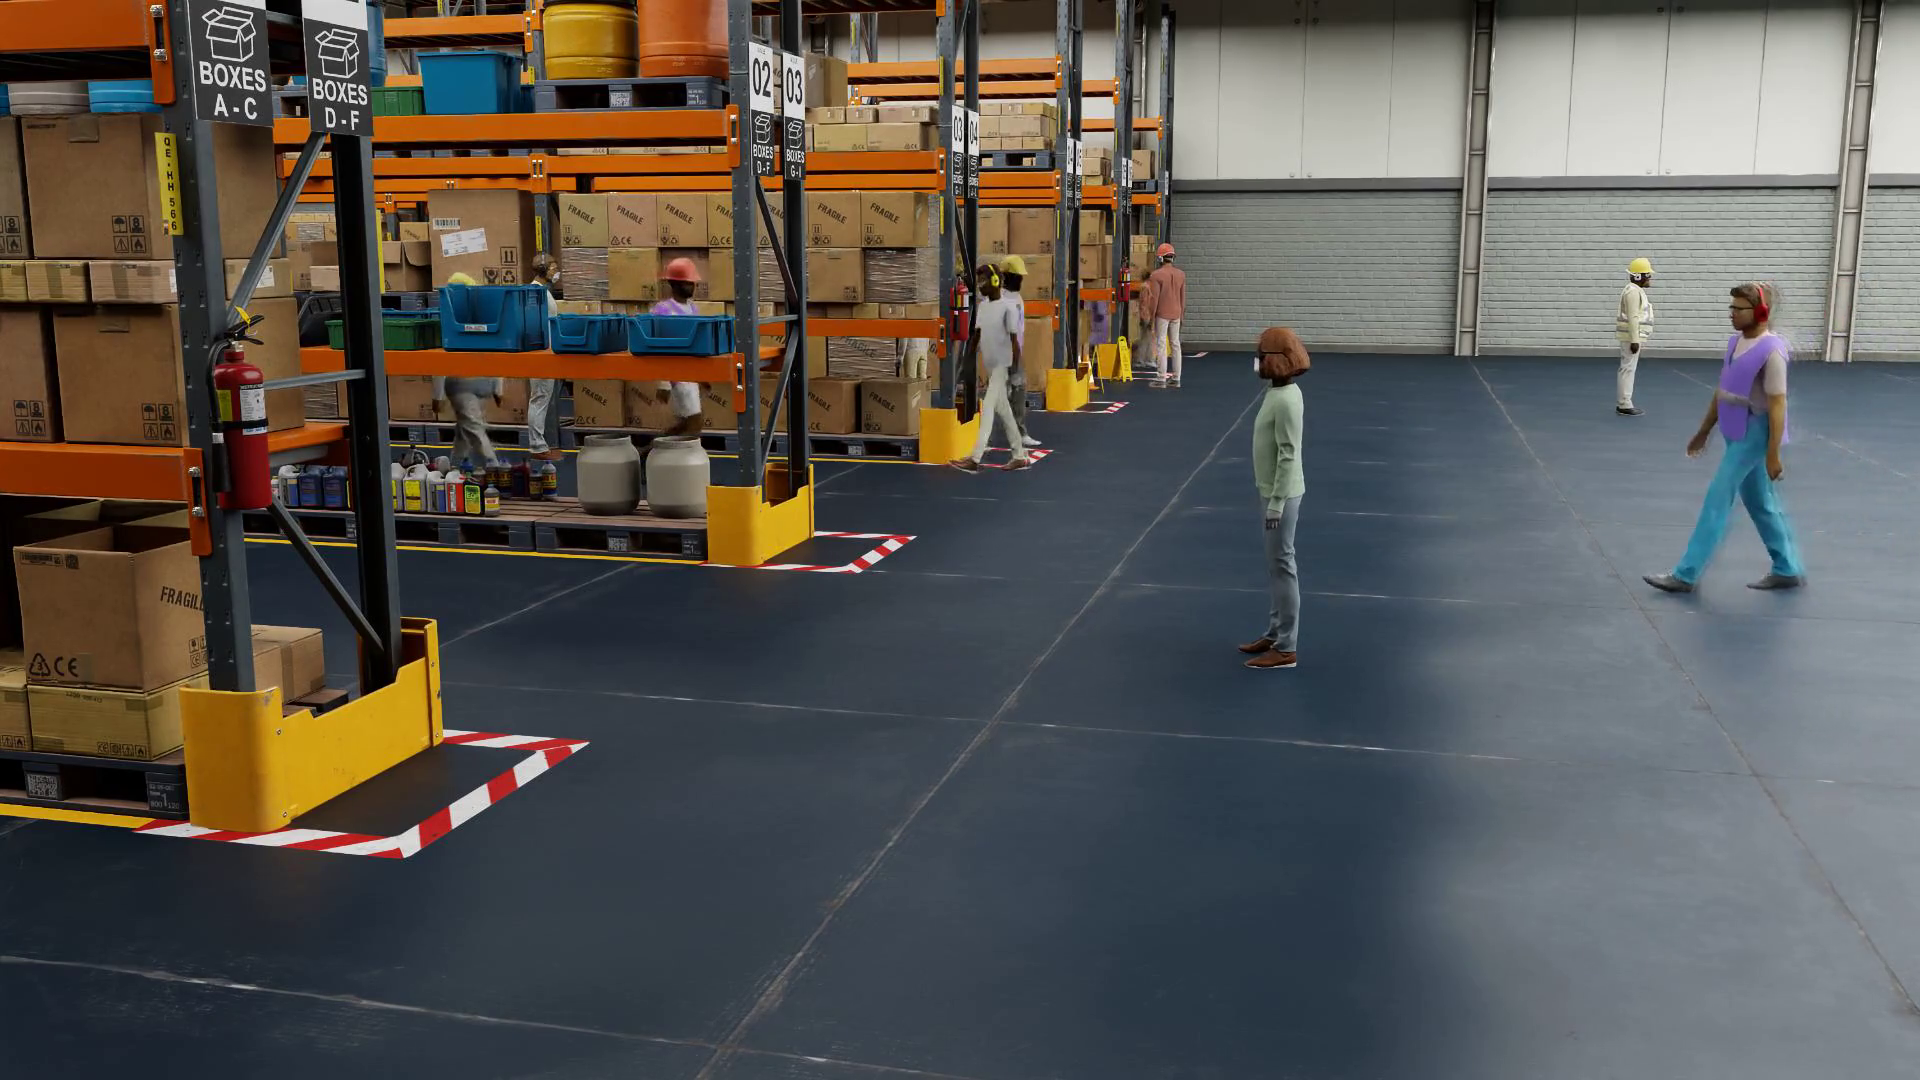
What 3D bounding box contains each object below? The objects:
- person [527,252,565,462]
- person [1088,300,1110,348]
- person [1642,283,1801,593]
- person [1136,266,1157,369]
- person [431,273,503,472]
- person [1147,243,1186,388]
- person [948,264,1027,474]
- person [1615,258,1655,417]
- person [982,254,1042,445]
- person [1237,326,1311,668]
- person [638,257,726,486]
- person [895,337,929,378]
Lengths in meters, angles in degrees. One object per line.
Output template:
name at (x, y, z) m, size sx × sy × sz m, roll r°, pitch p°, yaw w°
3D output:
person at (-3.863, -1.683, 15.390) m, size 0.375 × 1.931 × 0.625 m, roll -2°, pitch 11°, yaw -14°
person at (2.184, -3.707, 26.754) m, size 0.663 × 1.876 × 0.657 m, roll -1°, pitch 10°, yaw -3°
person at (4.494, -0.574, 9.605) m, size 0.938 × 1.799 × 0.578 m, roll 2°, pitch 10°, yaw 8°
person at (3.055, -3.529, 26.448) m, size 0.567 × 1.619 × 0.525 m, roll 2°, pitch 10°, yaw 9°
person at (-3.924, -1.220, 13.216) m, size 0.915 × 1.788 × 0.607 m, roll 5°, pitch 12°, yaw 27°
person at (2.849, -3.105, 23.068) m, size 0.614 × 1.993 × 0.395 m, roll -6°, pitch 12°, yaw -31°
person at (0.219, -1.486, 14.576) m, size 0.939 × 1.818 × 0.501 m, roll -6°, pitch 12°, yaw -28°
person at (7.861, -2.361, 19.392) m, size 0.404 × 1.835 × 0.589 m, roll 4°, pitch 11°, yaw 19°
person at (0.418, -1.881, 16.550) m, size 0.705 × 1.905 × 0.611 m, roll 6°, pitch 12°, yaw 29°
person at (1.511, -0.203, 7.983) m, size 0.286 × 1.636 × 0.497 m, roll 1°, pitch 10°, yaw 5°
person at (-2.314, -1.348, 13.585) m, size 0.826 × 1.911 × 0.548 m, roll 3°, pitch 11°, yaw 15°
person at (-0.502, -1.974, 17.798) m, size 0.287 × 1.635 × 0.499 m, roll 7°, pitch 12°, yaw 35°
